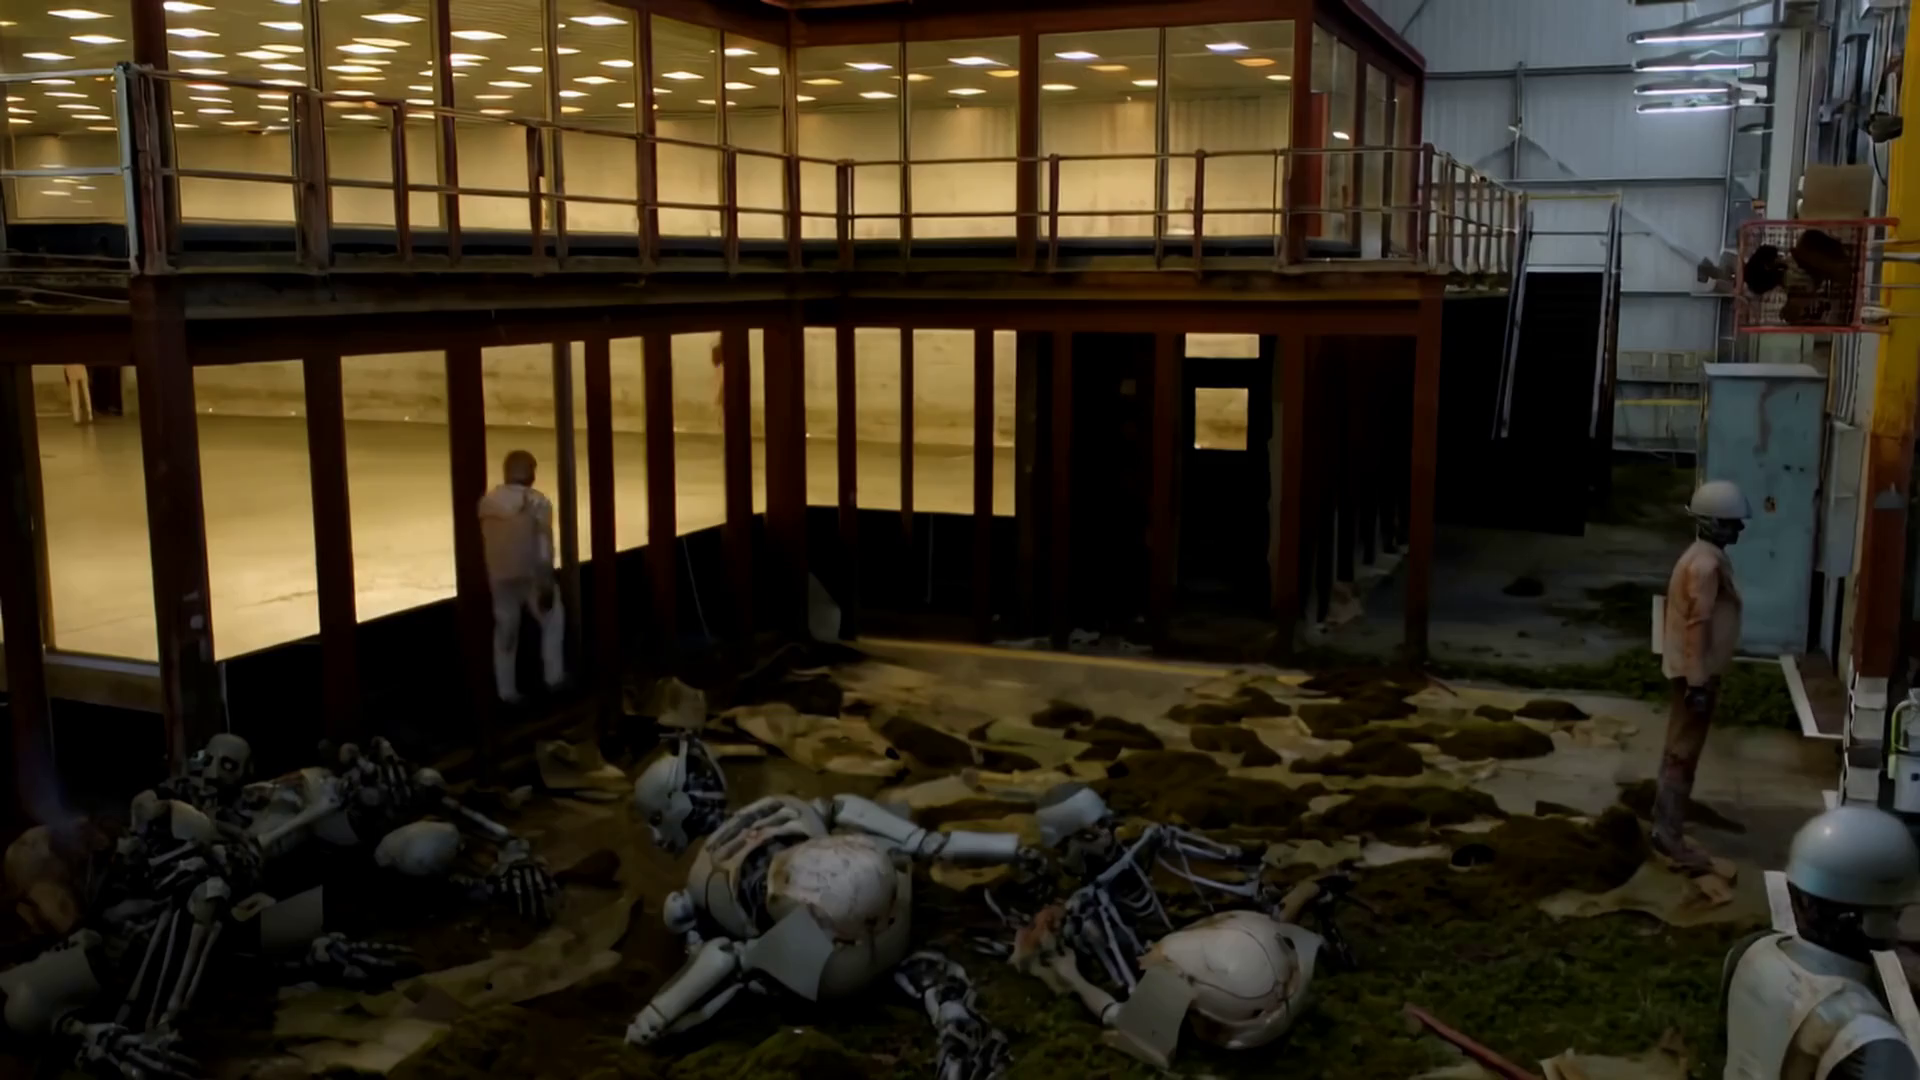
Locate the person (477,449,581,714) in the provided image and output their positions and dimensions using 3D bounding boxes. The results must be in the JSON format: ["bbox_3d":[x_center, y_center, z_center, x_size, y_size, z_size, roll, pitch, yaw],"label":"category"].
[{"bbox_3d":[-2.996,0.267,11.660,0.645,1.815,0.795,4,10,21],"label":"person"}]

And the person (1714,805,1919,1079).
[{"bbox_3d":[1.832,1.514,3.595,0.404,1.948,0.605,0,9,1],"label":"person"}]

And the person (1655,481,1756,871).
[{"bbox_3d":[3.828,0.683,8.579,0.394,1.992,0.622,5,10,28],"label":"person"}]
